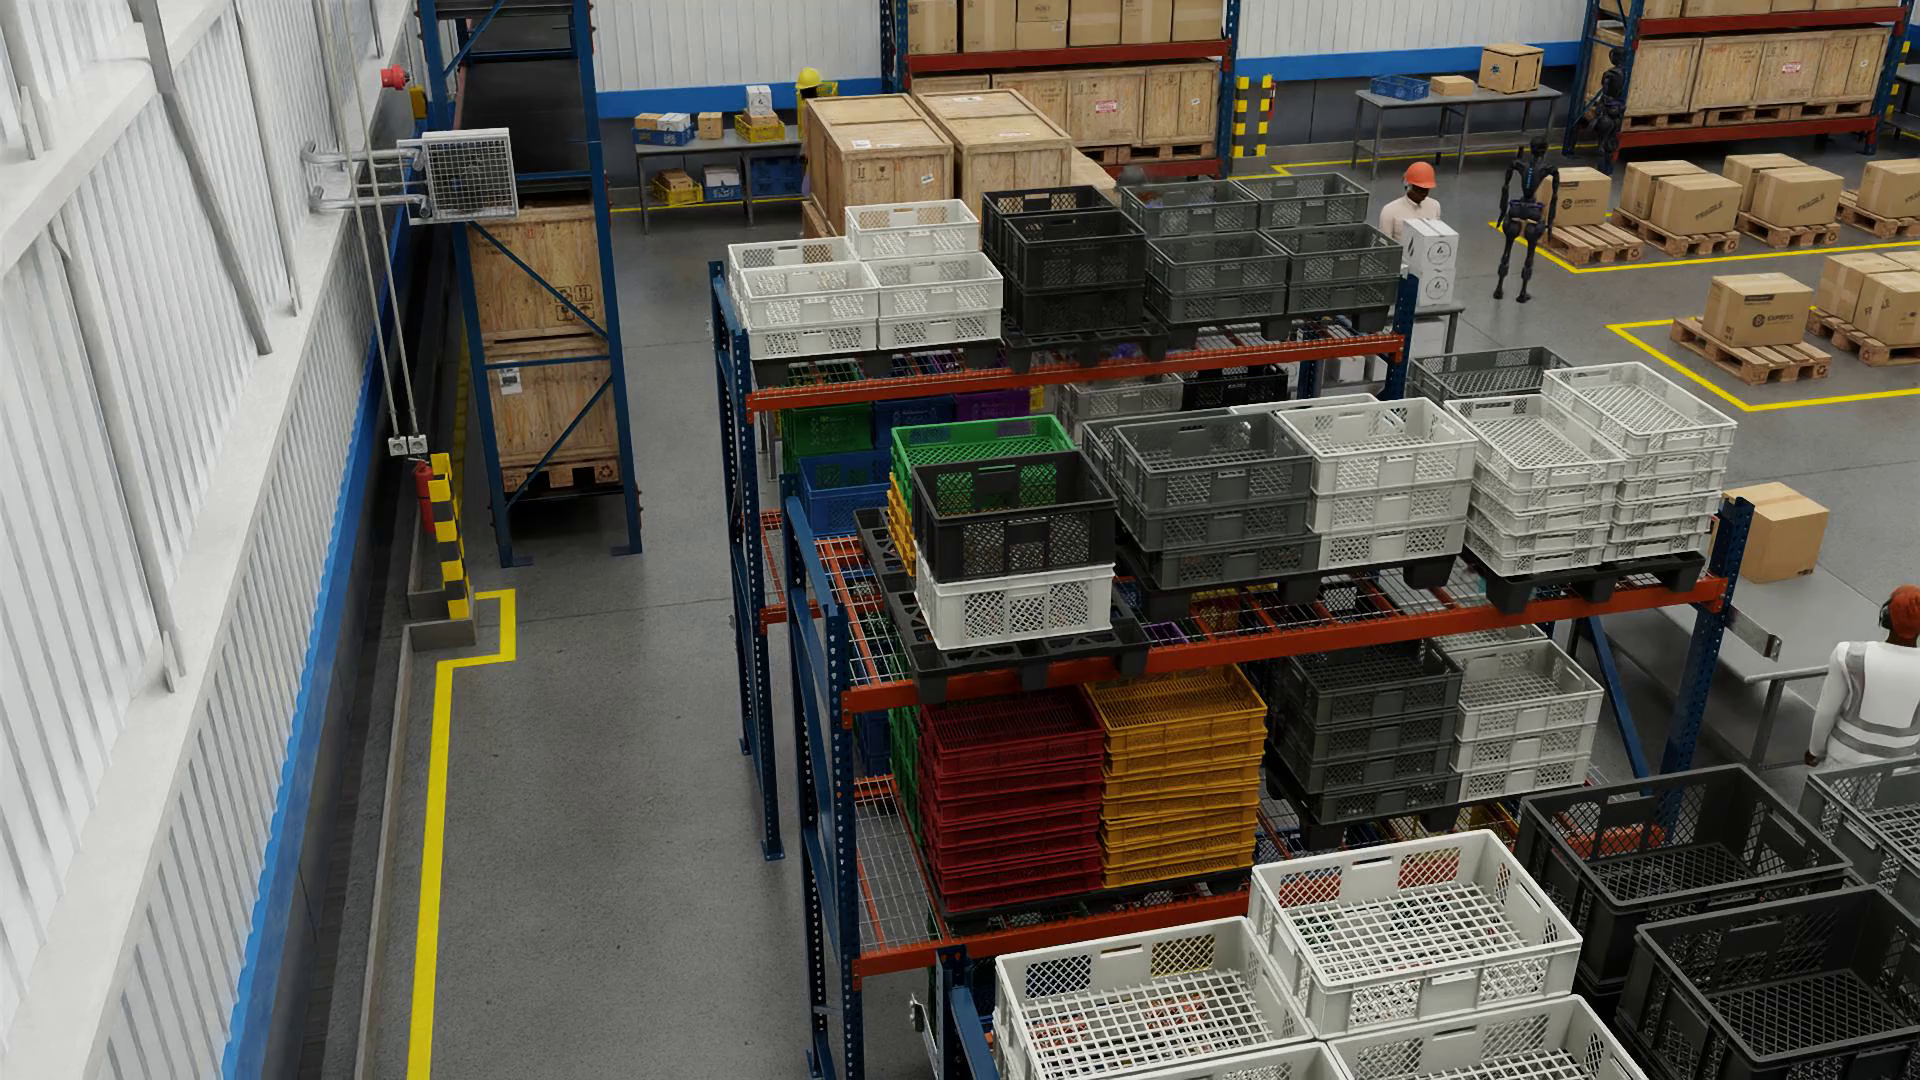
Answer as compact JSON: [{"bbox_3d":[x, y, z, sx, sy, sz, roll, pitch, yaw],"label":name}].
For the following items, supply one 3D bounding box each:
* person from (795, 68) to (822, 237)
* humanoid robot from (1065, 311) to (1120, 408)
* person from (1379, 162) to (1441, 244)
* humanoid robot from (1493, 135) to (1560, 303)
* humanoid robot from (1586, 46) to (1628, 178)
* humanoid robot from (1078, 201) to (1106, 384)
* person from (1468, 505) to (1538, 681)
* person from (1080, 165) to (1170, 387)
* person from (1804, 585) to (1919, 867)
[{"bbox_3d":[-1.608,-4.262,18.378,0.412,1.911,0.632,-7,29,-13],"label":"person"},{"bbox_3d":[1.191,-1.656,13.697,0.728,1.624,0.564,-12,30,-22],"label":"humanoid robot"},{"bbox_3d":[3.937,-2.366,14.700,0.615,1.985,0.407,-11,30,-19],"label":"person"},{"bbox_3d":[5.666,-3.228,16.651,0.563,1.652,0.357,15,31,26],"label":"humanoid robot"},{"bbox_3d":[7.958,-5.226,20.439,0.325,1.654,0.599,25,37,38],"label":"humanoid robot"},{"bbox_3d":[1.202,-2.194,14.696,0.382,1.654,0.629,-9,29,-17],"label":"humanoid robot"},{"bbox_3d":[3.339,0.176,10.154,0.445,1.723,0.565,-17,32,-29],"label":"person"},{"bbox_3d":[1.522,-2.336,14.579,1.002,2.000,0.694,-6,28,-11],"label":"person"},{"bbox_3d":[4.528,1.069,8.288,0.574,1.882,0.356,11,30,20],"label":"person"}]
